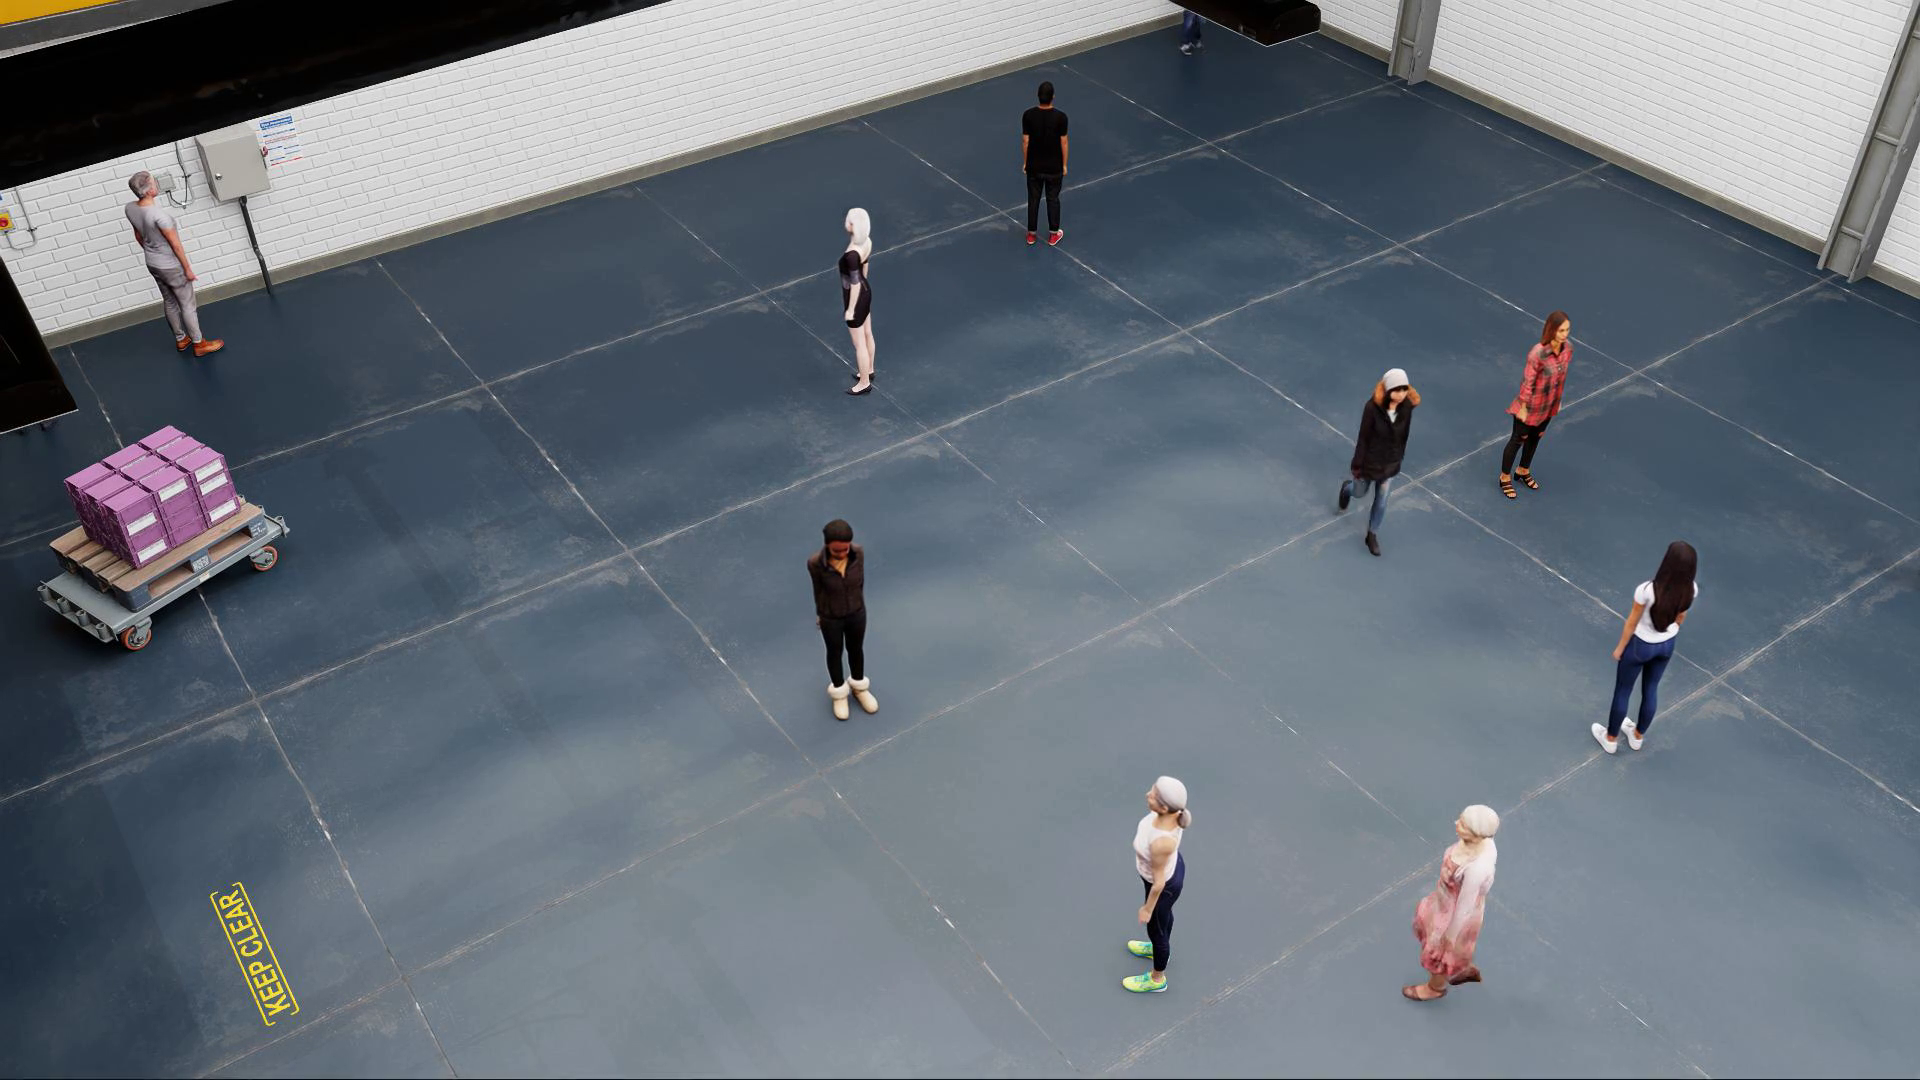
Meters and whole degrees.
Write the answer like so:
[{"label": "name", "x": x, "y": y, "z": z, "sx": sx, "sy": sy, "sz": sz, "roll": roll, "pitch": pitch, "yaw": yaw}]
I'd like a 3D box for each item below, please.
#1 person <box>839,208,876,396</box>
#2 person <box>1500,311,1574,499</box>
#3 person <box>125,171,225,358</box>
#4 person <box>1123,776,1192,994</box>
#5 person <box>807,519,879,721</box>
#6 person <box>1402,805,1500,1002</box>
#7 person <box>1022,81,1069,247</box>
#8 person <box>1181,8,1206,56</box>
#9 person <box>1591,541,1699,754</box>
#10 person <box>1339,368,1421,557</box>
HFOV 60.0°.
[{"label": "person", "x": -0.901, "y": -2.133, "z": 14.834, "sx": 0.700, "sy": 1.830, "sz": 0.649, "roll": 8, "pitch": 39, "yaw": 10}, {"label": "person", "x": 4.750, "y": -1.130, "z": 13.680, "sx": 0.631, "sy": 1.704, "sz": 0.579, "roll": -18, "pitch": 42, "yaw": -22}, {"label": "person", "x": -7.320, "y": -2.544, "z": 15.348, "sx": 0.679, "sy": 1.831, "sz": 0.833, "roll": 18, "pitch": 42, "yaw": 21}, {"label": "person", "x": 1.183, "y": 2.008, "z": 9.752, "sx": 0.728, "sy": 1.702, "sz": 0.675, "roll": 8, "pitch": 39, "yaw": 9}, {"label": "person", "x": -0.835, "y": 0.500, "z": 11.675, "sx": 0.666, "sy": 1.659, "sz": 0.609, "roll": -23, "pitch": 44, "yaw": -26}, {"label": "person", "x": 2.951, "y": 2.136, "z": 9.607, "sx": 0.853, "sy": 1.683, "sz": 0.792, "roll": 8, "pitch": 39, "yaw": 10}, {"label": "person", "x": 0.869, "y": -3.859, "z": 17.053, "sx": 0.726, "sy": 1.758, "sz": 0.784, "roll": 6, "pitch": 39, "yaw": 8}, {"label": "person", "x": 2.961, "y": -6.909, "z": 21.055, "sx": 0.618, "sy": 1.531, "sz": 0.668, "roll": -23, "pitch": 44, "yaw": -26}, {"label": "person", "x": 4.676, "y": 0.742, "z": 11.280, "sx": 0.643, "sy": 1.774, "sz": 0.625, "roll": -8, "pitch": 39, "yaw": -10}, {"label": "person", "x": 3.282, "y": -0.686, "z": 13.190, "sx": 0.886, "sy": 1.621, "sz": 1.040, "roll": -5, "pitch": 39, "yaw": -7}]
